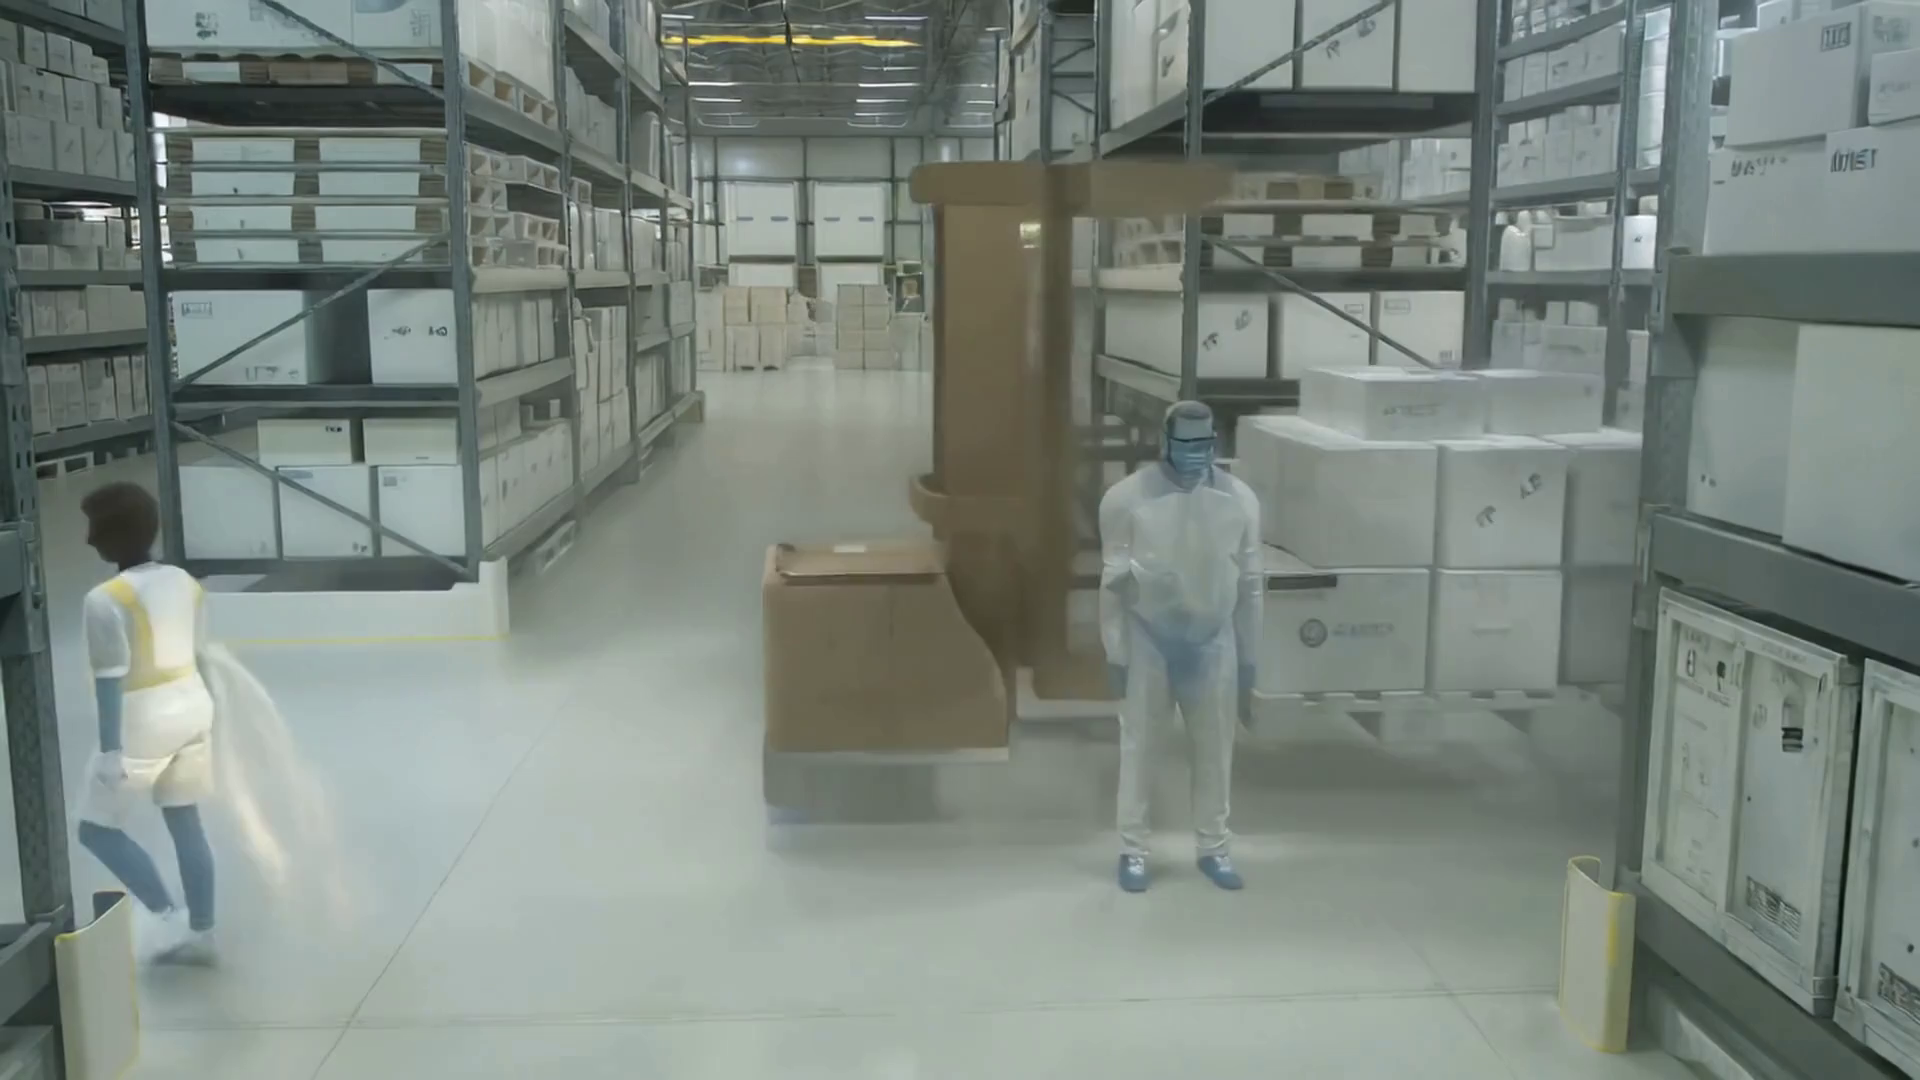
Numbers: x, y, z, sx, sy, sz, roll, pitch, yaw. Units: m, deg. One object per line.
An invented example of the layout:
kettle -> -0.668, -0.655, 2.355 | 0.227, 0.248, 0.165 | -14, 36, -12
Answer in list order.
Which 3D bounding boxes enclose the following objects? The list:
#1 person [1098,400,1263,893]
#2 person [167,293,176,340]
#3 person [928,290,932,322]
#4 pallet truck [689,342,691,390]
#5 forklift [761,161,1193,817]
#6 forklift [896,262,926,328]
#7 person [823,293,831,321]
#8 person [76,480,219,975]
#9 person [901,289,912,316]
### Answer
person -> 0.844, 0.415, 6.334 | 0.637, 1.898, 0.398 | -1, 9, -4
person -> -28.662, -8.190, 60.263 | 0.678, 1.915, 0.580 | 4, 10, 24
person -> -0.734, -6.797, 51.599 | 0.938, 1.910, 0.639 | 0, 9, -3
pallet truck -> -5.225, -3.008, 27.480 | 1.885, 1.965, 0.823 | 2, 9, 14
forklift -> 0.035, -0.268, 7.516 | 1.873, 2.768, 1.129 | -1, 9, -5
forklift -> -1.780, -8.547, 59.499 | 1.129, 2.768, 1.873 | -1, 9, -4
person -> -5.097, -8.503, 62.946 | 0.553, 1.683, 0.548 | 0, 9, 1
person -> -2.709, 0.640, 5.540 | 0.380, 1.679, 0.554 | 2, 9, 9
person -> -1.824, -7.792, 57.897 | 1.026, 1.895, 0.623 | 0, 9, -3
